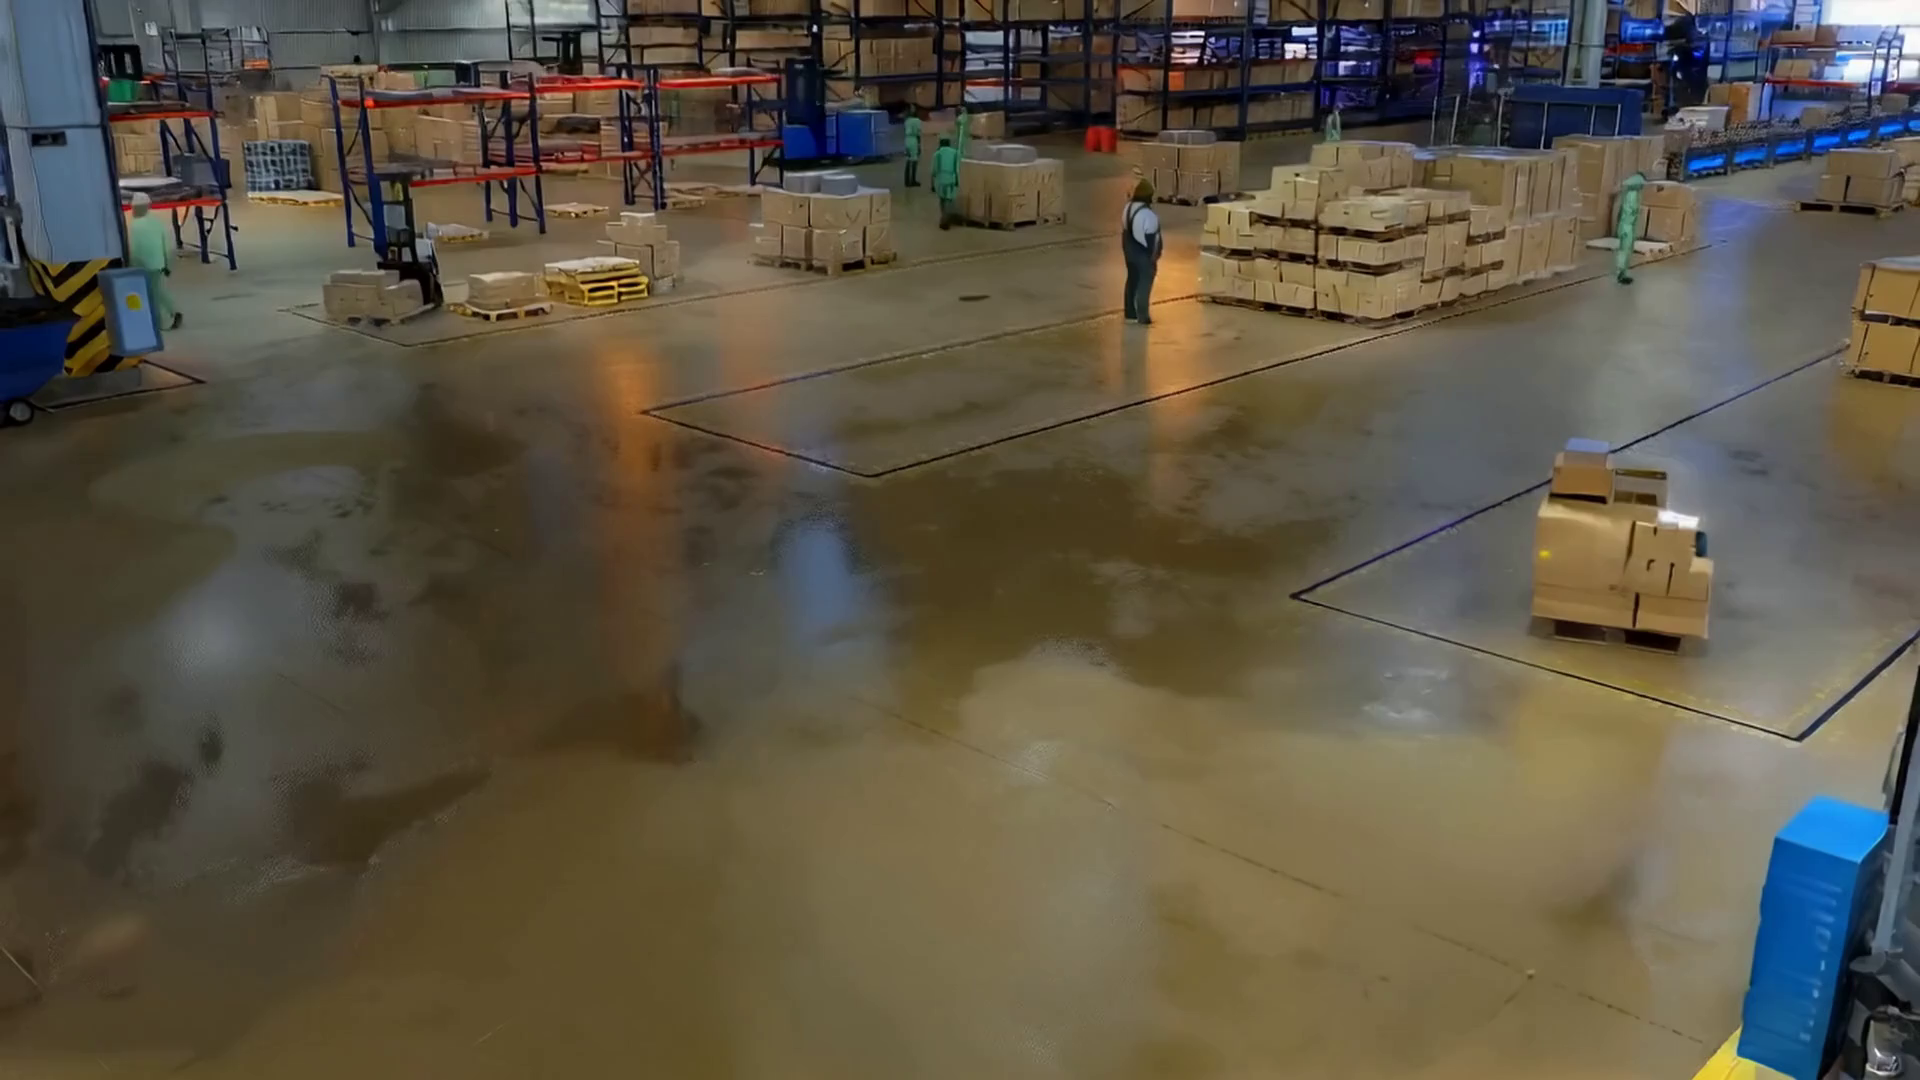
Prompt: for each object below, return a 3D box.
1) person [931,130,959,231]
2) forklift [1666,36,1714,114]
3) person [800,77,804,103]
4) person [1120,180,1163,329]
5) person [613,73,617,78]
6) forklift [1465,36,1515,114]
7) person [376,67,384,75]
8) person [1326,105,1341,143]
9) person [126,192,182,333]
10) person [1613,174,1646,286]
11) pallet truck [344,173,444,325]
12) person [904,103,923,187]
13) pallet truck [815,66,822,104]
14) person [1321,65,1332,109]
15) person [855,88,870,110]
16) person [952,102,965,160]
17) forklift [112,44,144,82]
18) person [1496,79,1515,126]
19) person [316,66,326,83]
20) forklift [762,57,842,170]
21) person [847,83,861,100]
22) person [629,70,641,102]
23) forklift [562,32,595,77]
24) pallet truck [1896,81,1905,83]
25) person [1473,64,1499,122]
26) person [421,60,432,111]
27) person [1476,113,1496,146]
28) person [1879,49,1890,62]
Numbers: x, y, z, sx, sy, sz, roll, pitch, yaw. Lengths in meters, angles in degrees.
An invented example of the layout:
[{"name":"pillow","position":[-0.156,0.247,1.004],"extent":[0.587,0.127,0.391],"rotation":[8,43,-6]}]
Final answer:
[{"name":"person","position":[-0.313,-6.987,32.335],"extent":[0.565,1.916,0.510],"rotation":[-8,20,-22]},{"name":"forklift","position":[27.341,-17.291,61.877],"extent":[1.129,2.768,1.873],"rotation":[17,25,41]},{"name":"person","position":[-5.630,-16.338,60.782],"extent":[0.947,1.829,0.640],"rotation":[-11,21,-30]},{"name":"person","position":[2.553,-3.960,23.023],"extent":[0.538,2.000,0.690],"rotation":[-10,21,-28]},{"name":"person","position":[-11.021,-14.059,53.611],"extent":[0.629,1.940,0.373],"rotation":[3,19,9]},{"name":"forklift","position":[19.973,-17.201,61.605],"extent":[1.873,2.768,1.129],"rotation":[16,24,40]},{"name":"person","position":[-19.993,-15.350,57.495],"extent":[1.026,1.938,0.643],"rotation":[11,21,29]},{"name":"person","position":[9.720,-10.485,43.337],"extent":[0.530,1.630,0.362],"rotation":[-15,24,-39]},{"name":"person","position":[-11.025,-3.768,22.641],"extent":[0.453,1.911,0.594],"rotation":[7,20,19]},{"name":"person","position":[10.657,-4.934,26.424],"extent":[0.302,1.743,0.494],"rotation":[12,22,31]},{"name":"pallet truck","position":[-8.209,-4.181,23.757],"extent":[0.823,1.965,1.885],"rotation":[3,19,9]},{"name":"person","position":[-1.100,-9.356,39.424],"extent":[0.386,1.959,0.598],"rotation":[-12,22,-31]},{"name":"pallet truck","position":[-4.812,-15.182,56.903],"extent":[0.823,1.965,1.885],"rotation":[-9,21,-26]},{"name":"person","position":[13.825,-16.945,62.576],"extent":[0.531,1.767,0.328],"rotation":[13,22,34]},{"name":"person","position":[-2.945,-12.903,50.605],"extent":[0.533,1.625,0.461],"rotation":[-10,21,-27]},{"name":"person","position":[-0.055,-9.973,41.443],"extent":[0.394,1.853,0.511],"rotation":[1,18,2]},{"name":"forklift","position":[-26.352,-14.342,52.992],"extent":[1.873,2.768,1.129],"rotation":[4,19,11]},{"name":"person","position":[16.586,-12.983,50.391],"extent":[0.581,1.917,0.553],"rotation":[15,24,39]},{"name":"person","position":[-22.720,-15.827,59.017],"extent":[0.983,1.909,0.625],"rotation":[9,20,25]},{"name":"forklift","position":[-4.178,-11.177,43.456],"extent":[1.129,2.768,1.873],"rotation":[17,25,41]},{"name":"person","position":[-3.347,-13.613,52.692],"extent":[0.537,1.650,0.862],"rotation":[-6,19,-18]},{"name":"person","position":[-11.042,-14.879,56.116],"extent":[0.589,1.919,0.393],"rotation":[-10,21,-27]},{"name":"forklift","position":[-15.883,-19.452,68.388],"extent":[1.129,2.768,1.873],"rotation":[17,25,41]},{"name":"pallet truck","position":[34.802,-16.331,61.455],"extent":[0.653,1.274,1.630],"rotation":[17,25,41]},{"name":"person","position":[18.730,-15.841,58.903],"extent":[1.035,2.000,0.626],"rotation":[16,24,40]},{"name":"person","position":[-20.515,-17.437,63.849],"extent":[0.529,1.900,0.590],"rotation":[-1,18,-4]},{"name":"person","position":[12.933,-9.717,41.023],"extent":[0.520,1.619,0.433],"rotation":[-4,19,-13]},{"name":"person","position":[45.083,-23.080,81.101],"extent":[0.579,1.730,0.514],"rotation":[-6,19,-19]}]
